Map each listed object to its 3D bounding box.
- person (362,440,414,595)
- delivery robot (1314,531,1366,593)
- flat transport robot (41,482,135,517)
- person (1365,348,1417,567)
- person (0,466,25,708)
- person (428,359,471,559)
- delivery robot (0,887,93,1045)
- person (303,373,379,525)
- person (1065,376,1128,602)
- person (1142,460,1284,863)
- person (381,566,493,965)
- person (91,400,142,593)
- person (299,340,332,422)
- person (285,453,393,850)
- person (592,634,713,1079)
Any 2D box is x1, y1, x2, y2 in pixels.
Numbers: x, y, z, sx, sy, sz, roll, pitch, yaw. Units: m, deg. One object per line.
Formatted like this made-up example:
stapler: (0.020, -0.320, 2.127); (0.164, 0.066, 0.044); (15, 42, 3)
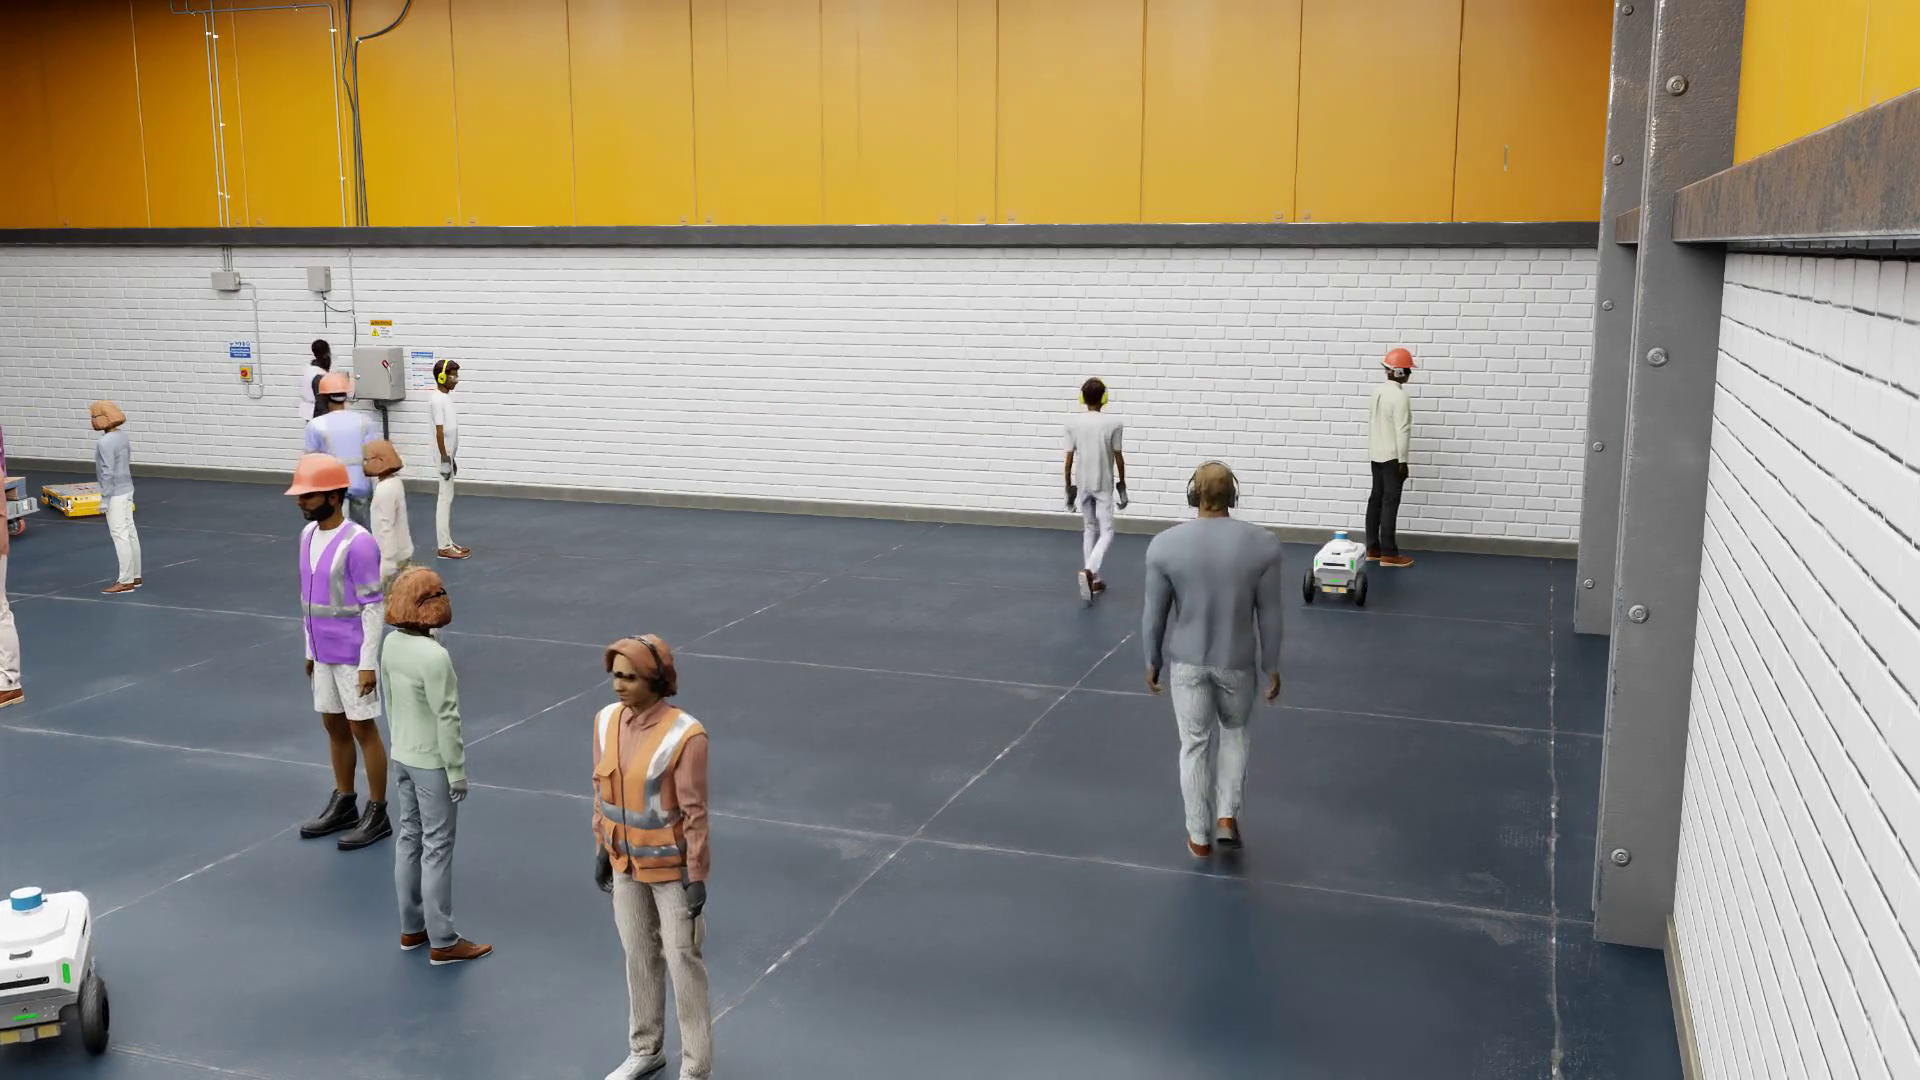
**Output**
person: (-3.982, 0.127, 11.325); (0.718, 1.605, 0.517); (-1, 10, -7)
delivery robot: (3.152, 0.171, 13.774); (0.477, 0.478, 0.707); (4, 11, 21)
flat transport robot: (-9.680, -0.467, 18.434); (0.652, 0.197, 1.431); (-8, 13, -38)
person: (3.953, -0.761, 15.232); (0.395, 1.994, 0.613); (-2, 10, -12)
person: (-6.231, 0.072, 10.533); (0.615, 1.997, 0.373); (8, 13, 38)
person: (-4.802, -0.760, 15.599); (0.329, 1.865, 0.512); (-2, 10, -13)
delivery robot: (-3.427, 1.527, 6.141); (0.477, 0.478, 0.707); (-4, 11, -23)
person: (-5.084, -0.431, 13.728); (0.567, 1.884, 1.008); (-8, 13, -38)
person: (1.104, -0.419, 13.722); (0.521, 1.849, 0.784); (4, 11, 24)
person: (1.188, 0.577, 7.895); (0.658, 1.924, 0.443); (1, 10, 5)
person: (-2.171, 0.915, 6.808); (0.497, 1.636, 0.285); (10, 14, 44)
person: (-7.131, -0.367, 14.037); (0.286, 1.632, 0.498); (-1, 10, -8)
person: (-7.237, -1.320, 18.748); (0.368, 1.876, 0.698); (-5, 11, -28)
person: (-3.026, 0.539, 8.074); (0.548, 1.937, 0.379); (8, 13, 37)
person: (-1.043, 1.119, 5.673); (0.522, 1.634, 0.313); (7, 12, 35)
